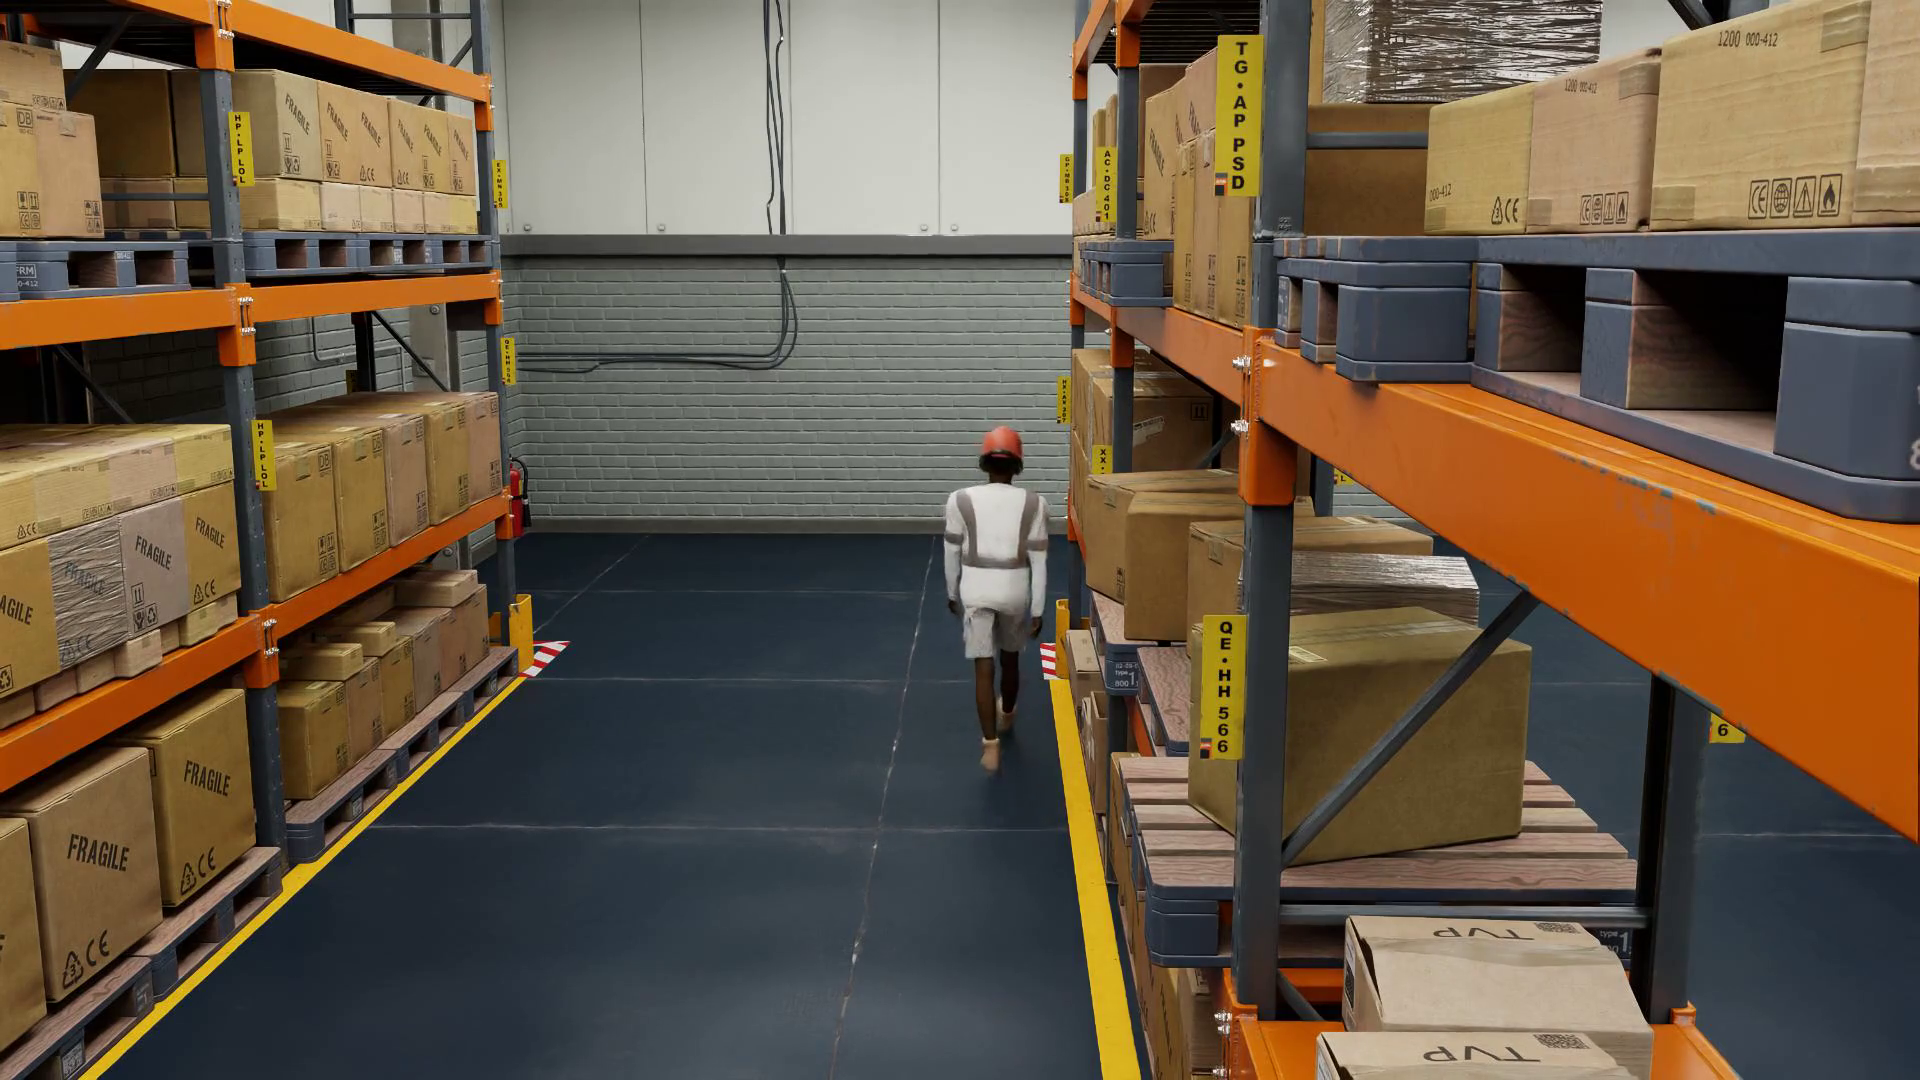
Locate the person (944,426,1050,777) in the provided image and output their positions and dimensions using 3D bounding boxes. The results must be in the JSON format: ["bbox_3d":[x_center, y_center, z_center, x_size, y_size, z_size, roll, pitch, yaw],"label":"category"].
[{"bbox_3d":[0.214,0.320,9.820,0.613,1.974,1.094,0,10,-2],"label":"person"}]
